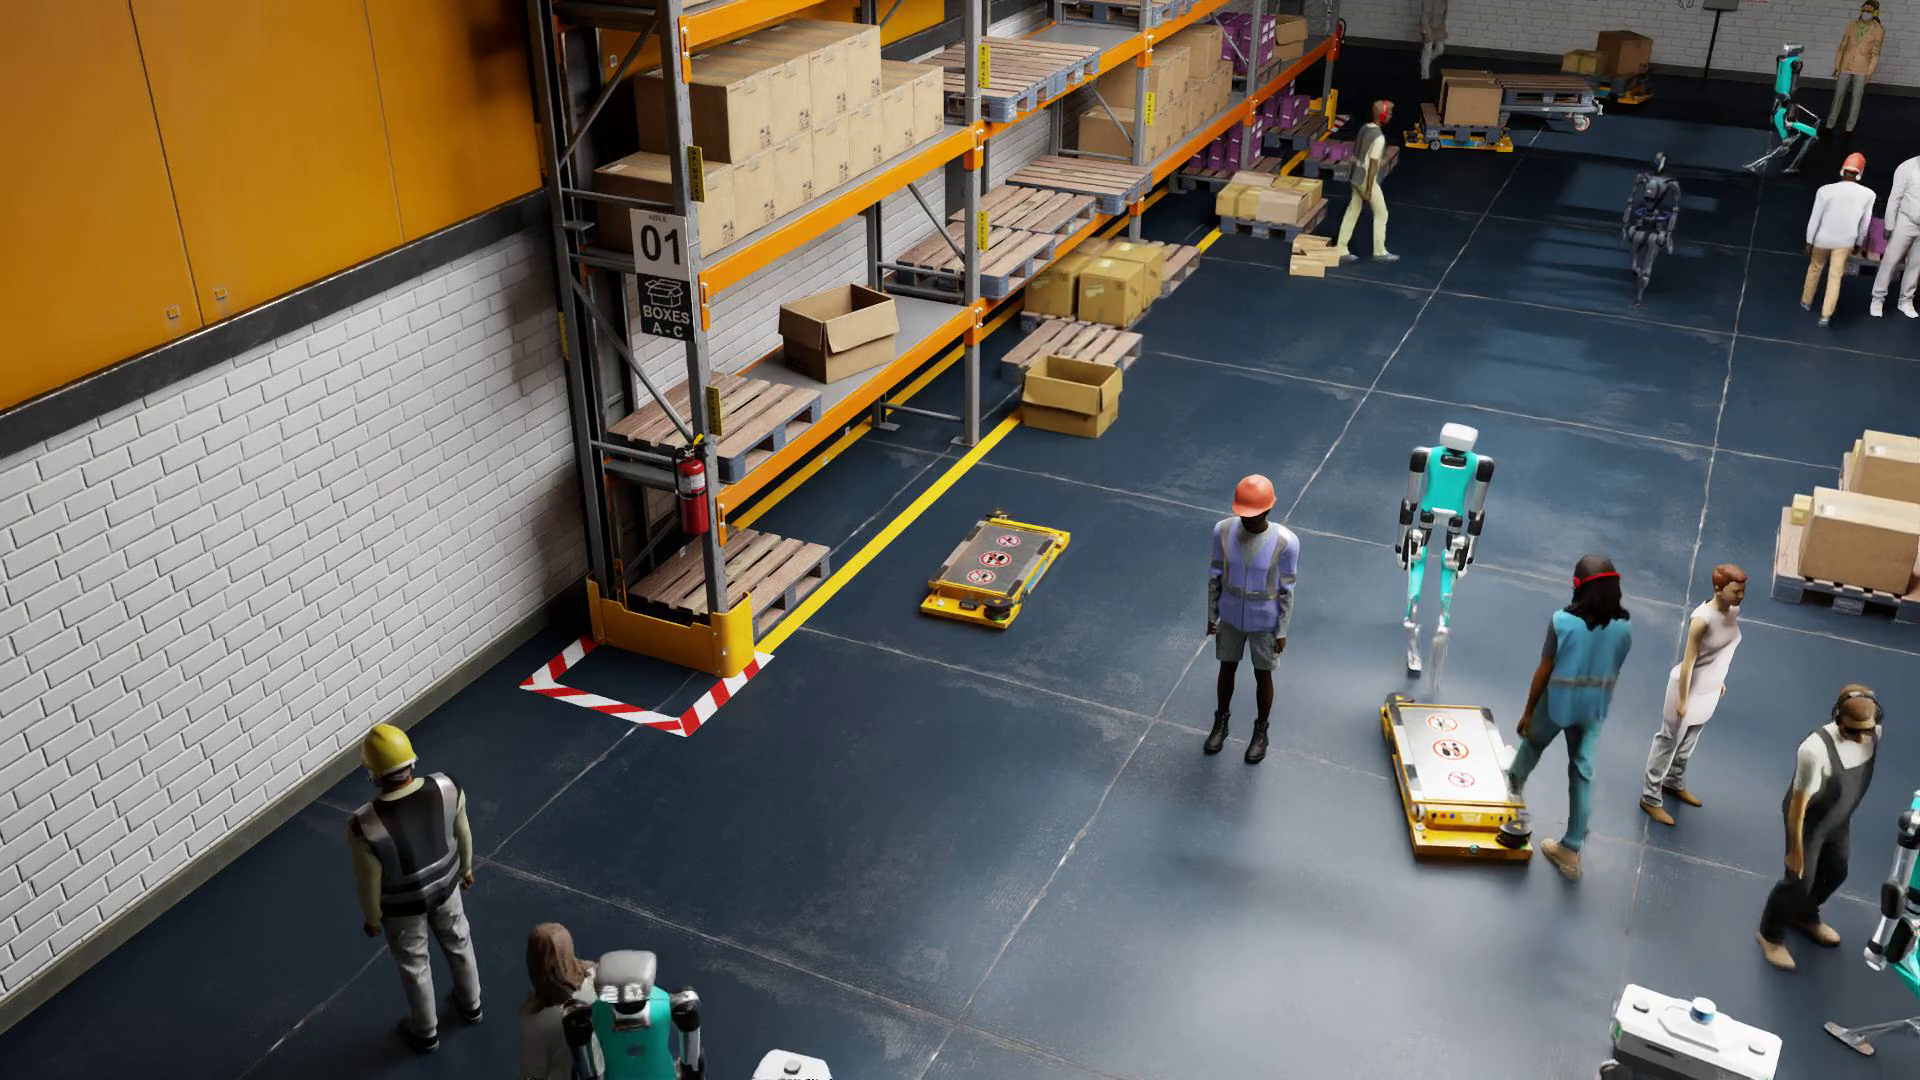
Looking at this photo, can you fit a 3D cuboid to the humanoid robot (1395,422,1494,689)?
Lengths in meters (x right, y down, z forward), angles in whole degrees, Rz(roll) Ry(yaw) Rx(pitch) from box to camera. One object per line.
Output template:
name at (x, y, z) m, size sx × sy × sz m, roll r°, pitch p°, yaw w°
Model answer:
humanoid robot at (3.114, 0.222, 10.896) m, size 0.551 × 1.900 × 0.745 m, roll 7°, pitch 29°, yaw 12°

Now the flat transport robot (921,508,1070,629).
flat transport robot at (0.284, 0.198, 12.361) m, size 0.659 × 0.231 × 1.431 m, roll 11°, pitch 30°, yaw 19°

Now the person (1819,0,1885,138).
person at (12.526, -6.596, 23.270) m, size 0.553 × 1.877 × 0.413 m, roll 24°, pitch 36°, yaw 37°

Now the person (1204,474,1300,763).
person at (1.744, 0.474, 10.105) m, size 0.540 × 1.931 × 0.382 m, roll 14°, pitch 31°, yaw 24°

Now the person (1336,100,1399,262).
person at (4.609, -3.963, 18.442) m, size 0.829 × 1.808 × 0.591 m, roll -4°, pitch 29°, yaw -8°

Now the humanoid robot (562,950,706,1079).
humanoid robot at (-1.329, 2.306, 6.999) m, size 0.530 × 1.856 × 0.789 m, roll -5°, pitch 29°, yaw -10°

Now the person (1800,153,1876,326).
person at (8.906, -3.069, 16.907) m, size 0.561 × 1.707 × 0.900 m, roll 11°, pitch 30°, yaw 19°

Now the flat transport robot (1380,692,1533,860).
flat transport robot at (2.992, 1.412, 10.109) m, size 0.659 × 0.231 × 1.431 m, roll 2°, pitch 28°, yaw 4°

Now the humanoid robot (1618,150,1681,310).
humanoid robot at (7.212, -3.245, 17.277) m, size 0.551 × 1.644 × 0.601 m, roll -24°, pitch 37°, yaw -38°

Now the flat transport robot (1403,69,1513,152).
flat transport robot at (6.904, -5.580, 23.075) m, size 1.431 × 0.231 × 0.659 m, roll 5°, pitch 29°, yaw 9°

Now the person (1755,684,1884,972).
person at (4.375, 1.446, 8.430) m, size 0.622 × 1.802 × 0.396 m, roll -14°, pitch 31°, yaw -24°

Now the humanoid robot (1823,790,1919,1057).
humanoid robot at (4.568, 1.903, 7.665) m, size 0.555 × 1.785 × 0.881 m, roll -16°, pitch 32°, yaw -27°

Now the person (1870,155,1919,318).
person at (9.742, -3.199, 16.936) m, size 0.640 × 1.908 × 0.412 m, roll 2°, pitch 28°, yaw 3°

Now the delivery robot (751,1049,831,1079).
delivery robot at (-0.837, 2.691, 7.444) m, size 0.527 × 0.601 × 0.773 m, roll 8°, pitch 29°, yaw 15°

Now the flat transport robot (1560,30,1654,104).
flat transport robot at (9.862, -6.956, 25.626) m, size 1.431 × 0.231 × 0.659 m, roll 22°, pitch 35°, yaw 35°

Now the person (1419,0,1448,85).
person at (7.405, -8.067, 26.072) m, size 0.533 × 1.810 × 0.464 m, roll -13°, pitch 31°, yaw -22°

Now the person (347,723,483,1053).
person at (-2.616, 1.664, 7.999) m, size 0.404 × 1.829 × 0.598 m, roll 24°, pitch 37°, yaw 37°

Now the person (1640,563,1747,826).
person at (4.286, 0.873, 9.640) m, size 0.451 × 1.661 × 0.289 m, roll -19°, pitch 33°, yaw -31°

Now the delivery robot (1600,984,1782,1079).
delivery robot at (3.483, 2.423, 7.901) m, size 0.738 × 0.563 × 0.499 m, roll 16°, pitch 32°, yaw 27°

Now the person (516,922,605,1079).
person at (-1.604, 2.305, 6.990) m, size 0.450 × 1.643 × 0.544 m, roll 19°, pitch 34°, yaw 31°

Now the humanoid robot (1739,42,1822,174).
humanoid robot at (10.698, -5.486, 21.352) m, size 0.947 × 1.760 × 0.544 m, roll 0°, pitch 28°, yaw 0°

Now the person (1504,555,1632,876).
person at (3.403, 0.907, 9.416) m, size 0.564 × 1.808 × 1.007 m, roll 0°, pitch 28°, yaw 0°
